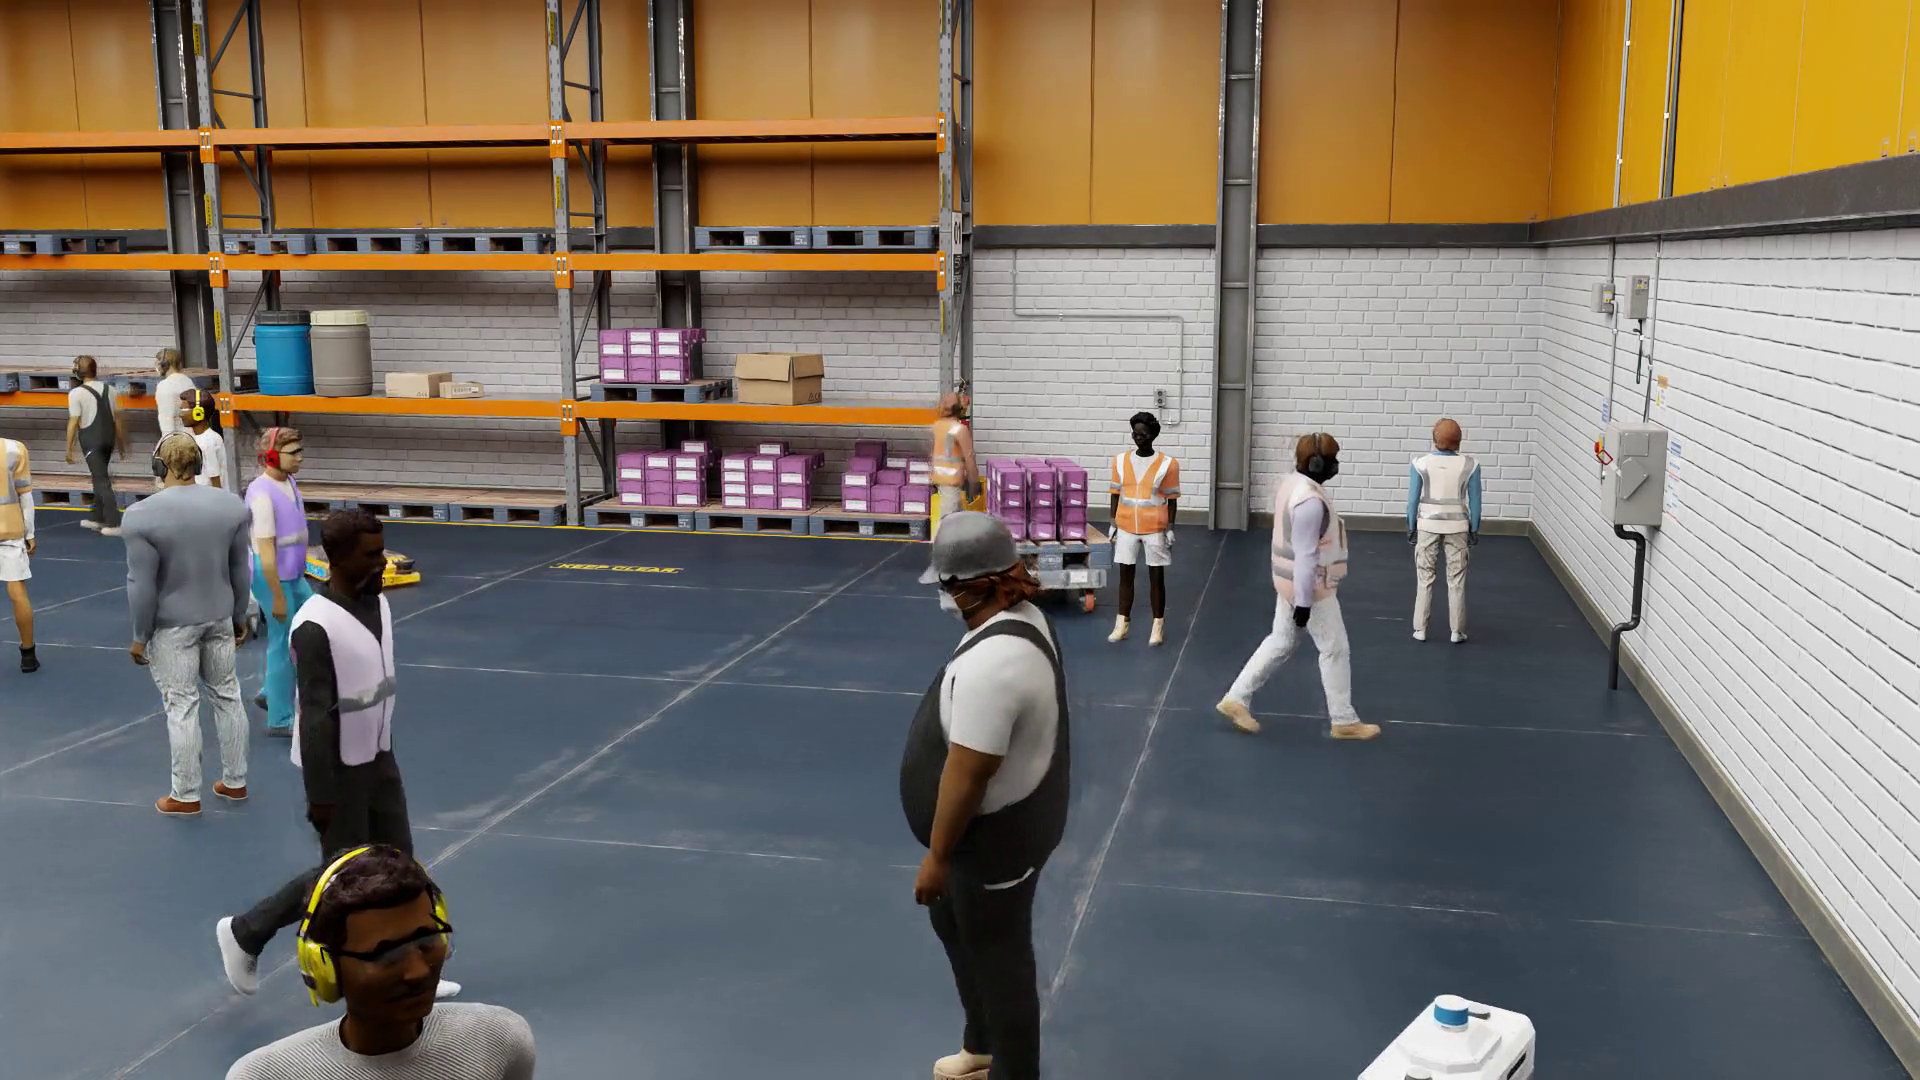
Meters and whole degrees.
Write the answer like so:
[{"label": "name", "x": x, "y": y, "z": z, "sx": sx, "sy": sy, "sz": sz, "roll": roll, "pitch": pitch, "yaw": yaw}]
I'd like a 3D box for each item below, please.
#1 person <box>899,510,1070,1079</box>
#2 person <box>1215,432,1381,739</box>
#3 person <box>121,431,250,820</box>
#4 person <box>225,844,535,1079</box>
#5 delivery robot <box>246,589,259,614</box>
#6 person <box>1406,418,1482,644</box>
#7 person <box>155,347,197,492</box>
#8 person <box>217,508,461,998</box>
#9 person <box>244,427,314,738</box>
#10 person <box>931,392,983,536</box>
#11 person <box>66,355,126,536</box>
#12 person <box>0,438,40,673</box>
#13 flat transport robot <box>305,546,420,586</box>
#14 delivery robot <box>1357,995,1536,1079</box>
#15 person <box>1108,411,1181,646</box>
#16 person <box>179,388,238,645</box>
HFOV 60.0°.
[{"label": "person", "x": 0.052, "y": 0.881, "z": 5.288, "sx": 0.587, "sy": 2.000, "sz": 0.693, "roll": 2, "pitch": 10, "yaw": 9}, {"label": "person", "x": 1.957, "y": 0.263, "z": 9.649, "sx": 0.928, "sy": 1.805, "sz": 0.629, "roll": 0, "pitch": 10, "yaw": 1}, {"label": "person", "x": -3.843, "y": 0.422, "z": 8.309, "sx": 0.372, "sy": 1.940, "sz": 0.630, "roll": 7, "pitch": 12, "yaw": 35}, {"label": "person", "x": -0.915, "y": 1.396, "z": 2.730, "sx": 0.532, "sy": 1.876, "sz": 0.321, "roll": -5, "pitch": 11, "yaw": -29}, {"label": "delivery robot", "x": -5.423, "y": 0.374, "z": 12.404, "sx": 0.477, "sy": 0.478, "sz": 0.707, "roll": -4, "pitch": 10, "yaw": -23}, {"label": "person", "x": 3.497, "y": -0.059, "z": 12.045, "sx": 0.525, "sy": 1.637, "sz": 0.307, "roll": 3, "pitch": 10, "yaw": 17}, {"label": "person", "x": -7.690, "y": -0.926, "z": 16.313, "sx": 0.448, "sy": 1.926, "sz": 0.684, "roll": 0, "pitch": 10, "yaw": -2}, {"label": "person", "x": -2.324, "y": 0.815, "z": 6.147, "sx": 0.775, "sy": 1.894, "sz": 0.598, "roll": 1, "pitch": 10, "yaw": 4}, {"label": "person", "x": -3.914, "y": 0.253, "z": 9.627, "sx": 0.458, "sy": 1.826, "sz": 0.610, "roll": -1, "pitch": 10, "yaw": -7}, {"label": "person", "x": -0.017, "y": -0.505, "z": 14.735, "sx": 0.598, "sy": 1.618, "sz": 0.510, "roll": -5, "pitch": 11, "yaw": -27}, {"label": "person", "x": -8.783, "y": -0.948, "z": 16.772, "sx": 0.850, "sy": 1.813, "sz": 0.530, "roll": 4, "pitch": 10, "yaw": 23}, {"label": "person", "x": -6.467, "y": -0.041, "z": 11.085, "sx": 0.543, "sy": 1.928, "sz": 0.372, "roll": -8, "pitch": 12, "yaw": -38}, {"label": "flat transport robot", "x": -5.318, "y": 0.210, "z": 14.491, "sx": 0.652, "sy": 0.197, "sz": 1.431, "roll": -8, "pitch": 13, "yaw": -40}, {"label": "delivery robot", "x": 1.476, "y": 1.620, "z": 5.026, "sx": 0.477, "sy": 0.478, "sz": 0.707, "roll": 7, "pitch": 12, "yaw": 35}, {"label": "person", "x": 1.317, "y": -0.082, "z": 12.007, "sx": 0.529, "sy": 1.697, "sz": 0.321, "roll": 4, "pitch": 10, "yaw": 23}, {"label": "person", "x": -5.368, "y": -0.145, "z": 11.876, "sx": 0.335, "sy": 1.871, "sz": 0.521, "roll": -4, "pitch": 11, "yaw": -25}]
